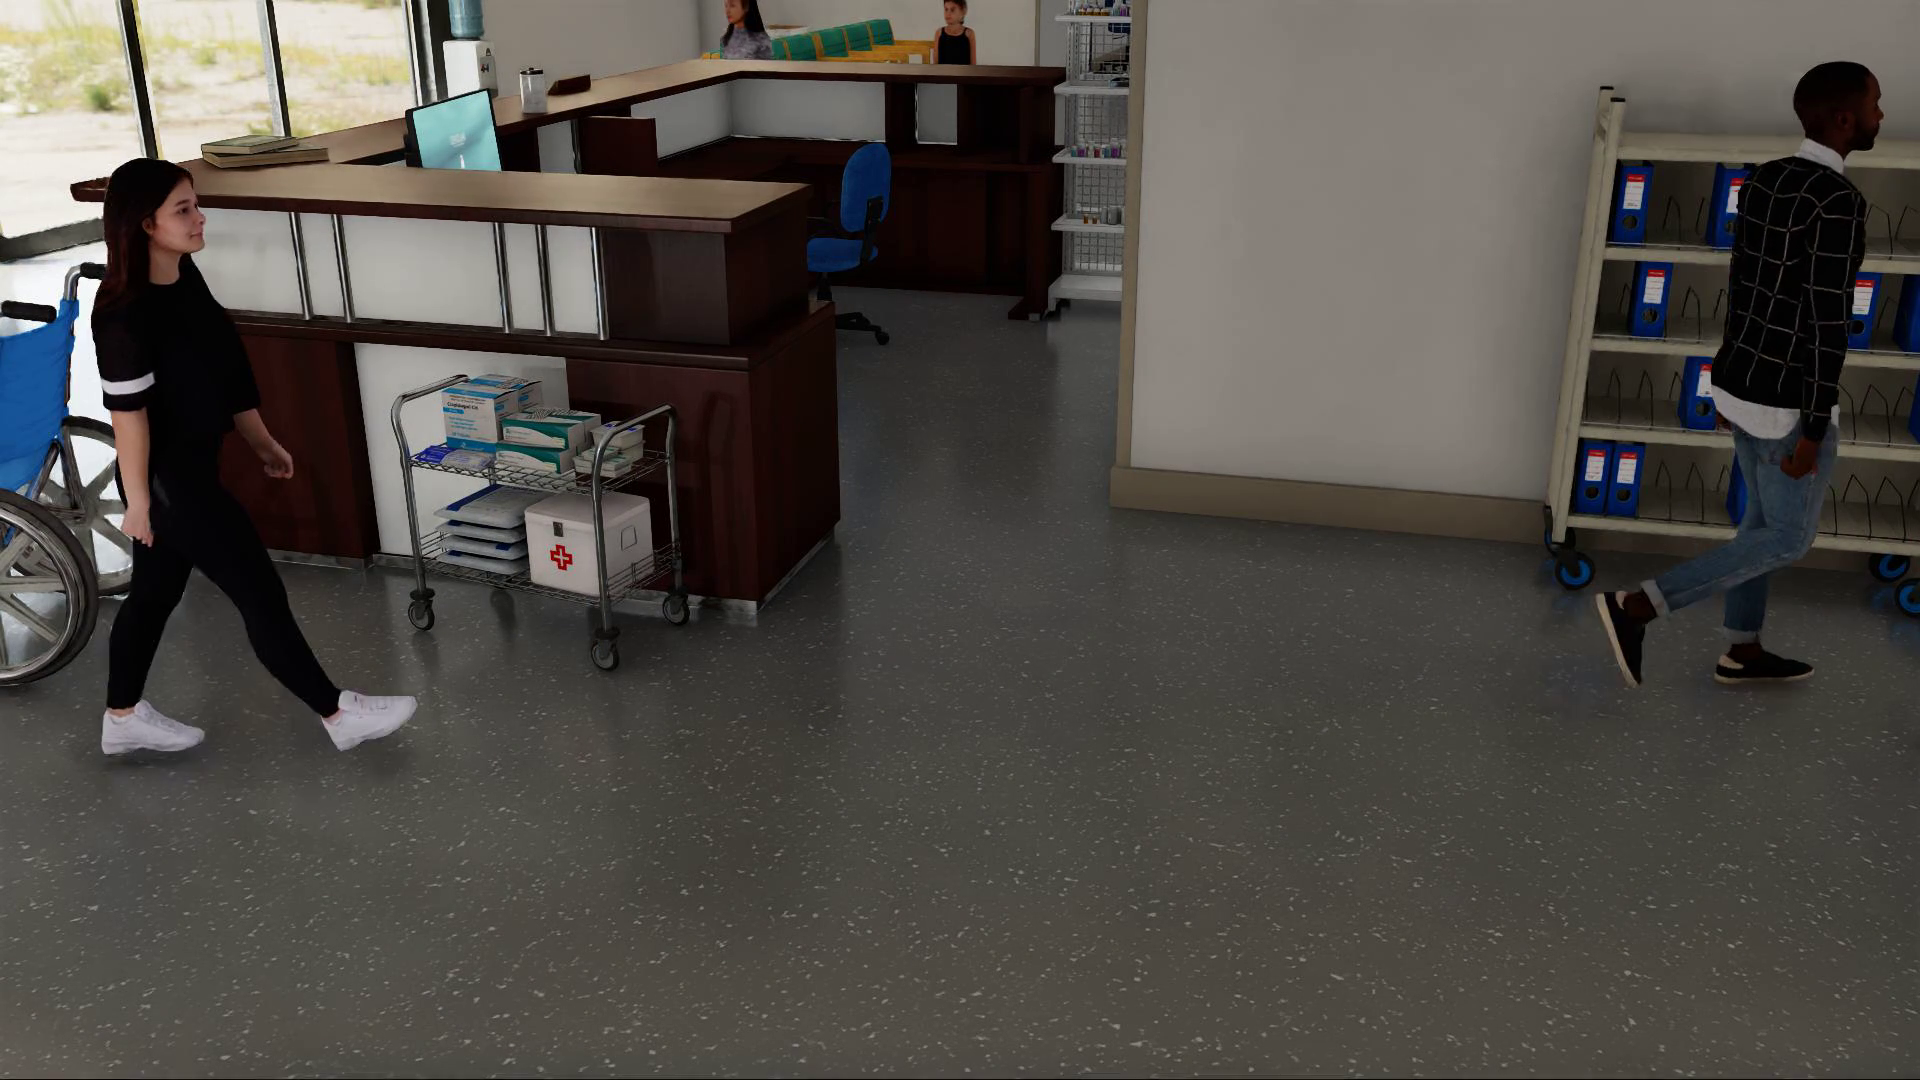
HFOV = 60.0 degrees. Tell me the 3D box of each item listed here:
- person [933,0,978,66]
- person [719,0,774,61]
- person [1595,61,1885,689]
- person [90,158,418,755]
[{"bbox_3d":[-0.047,-3.704,13.730,0.475,1.563,0.613,3,21,7],"label":"person"},{"bbox_3d":[-1.356,-2.812,11.155,0.669,1.718,0.789,15,25,34],"label":"person"},{"bbox_3d":[2.186,-0.388,4.639,1.096,1.801,0.888,-2,21,-6],"label":"person"},{"bbox_3d":[-2.080,-0.140,4.280,1.170,1.591,0.869,-2,21,-5],"label":"person"}]
